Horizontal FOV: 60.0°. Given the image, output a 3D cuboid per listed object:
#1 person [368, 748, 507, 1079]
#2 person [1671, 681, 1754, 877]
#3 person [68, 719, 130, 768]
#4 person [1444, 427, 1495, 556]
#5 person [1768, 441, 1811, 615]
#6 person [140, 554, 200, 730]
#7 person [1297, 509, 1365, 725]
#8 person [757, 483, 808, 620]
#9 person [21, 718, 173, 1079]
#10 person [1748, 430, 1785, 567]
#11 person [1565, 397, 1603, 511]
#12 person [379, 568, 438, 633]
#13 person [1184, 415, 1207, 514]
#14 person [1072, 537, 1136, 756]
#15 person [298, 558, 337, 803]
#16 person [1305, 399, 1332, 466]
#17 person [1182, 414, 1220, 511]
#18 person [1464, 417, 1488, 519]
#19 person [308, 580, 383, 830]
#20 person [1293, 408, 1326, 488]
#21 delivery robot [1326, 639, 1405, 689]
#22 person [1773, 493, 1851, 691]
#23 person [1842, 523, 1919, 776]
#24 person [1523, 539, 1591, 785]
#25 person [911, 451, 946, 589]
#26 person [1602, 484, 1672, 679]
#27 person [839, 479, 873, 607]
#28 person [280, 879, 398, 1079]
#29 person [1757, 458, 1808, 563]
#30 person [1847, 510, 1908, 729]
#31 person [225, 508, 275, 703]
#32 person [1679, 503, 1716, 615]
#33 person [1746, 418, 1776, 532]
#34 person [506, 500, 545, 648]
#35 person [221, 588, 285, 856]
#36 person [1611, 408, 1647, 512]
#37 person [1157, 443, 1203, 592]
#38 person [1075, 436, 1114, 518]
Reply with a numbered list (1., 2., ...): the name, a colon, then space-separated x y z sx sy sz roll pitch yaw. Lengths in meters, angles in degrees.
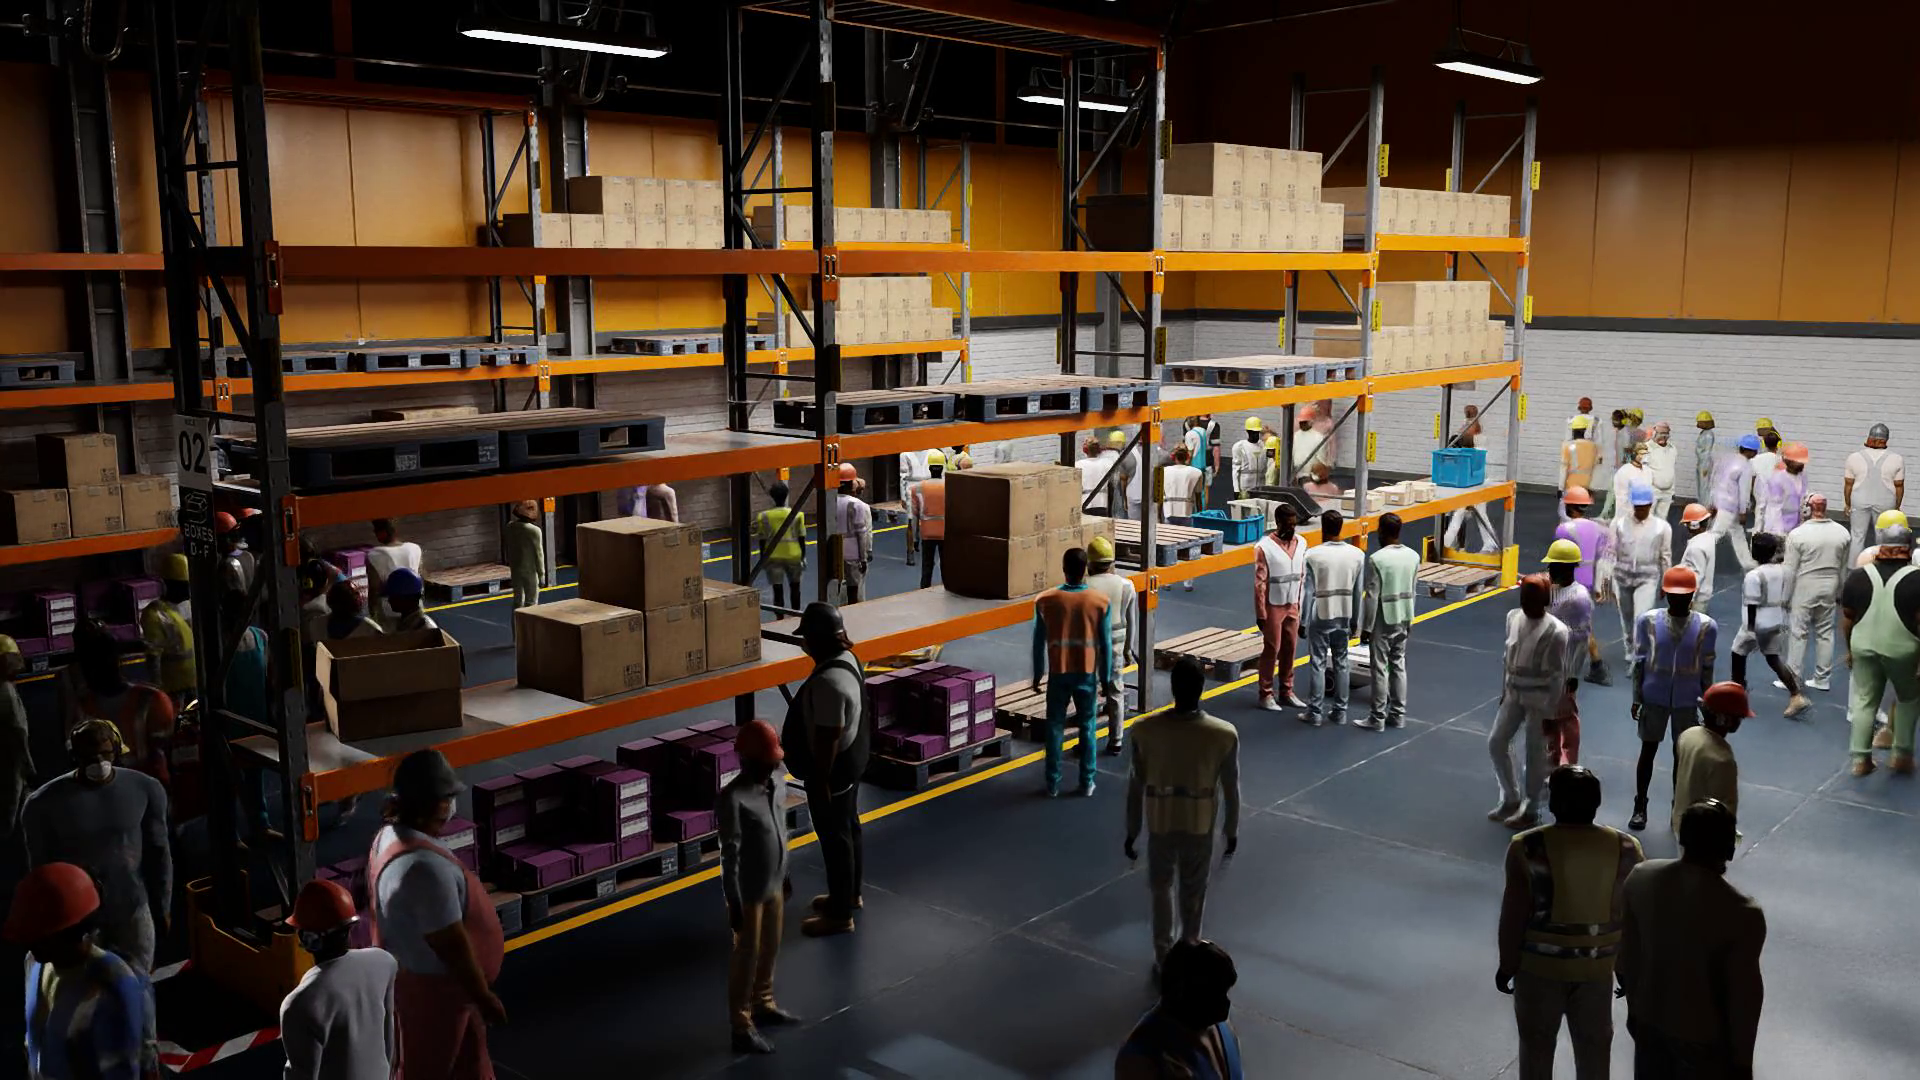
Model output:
1. person: -2.219 1.856 7.206 0.891 2.000 0.698 -5 11 -27
2. person: 4.212 1.643 9.378 0.386 1.737 0.576 0 10 1
3. person: -4.384 1.776 8.538 0.349 1.759 0.522 0 10 2
4. person: 6.915 -0.641 22.749 0.977 1.824 0.636 -1 10 -6
5. person: 9.561 -0.140 19.169 0.618 2.020 0.412 -4 10 -23
6. person: -5.782 1.047 12.371 0.382 1.924 0.594 2 10 12
7. person: 3.258 0.686 14.602 0.598 1.908 0.410 -3 10 -18
8. person: -1.942 0.194 18.254 0.543 1.648 0.862 -1 10 -3
9. person: -4.105 1.784 7.984 0.622 1.932 0.367 -6 11 -33
10. person: 10.576 -0.498 21.754 0.327 1.877 0.520 -8 13 -41
11. person: 10.163 -1.398 27.117 0.595 1.879 0.542 3 10 18
12. person: -3.822 1.152 11.682 0.405 1.946 0.610 -7 12 -36
13. person: 3.547 -1.066 25.233 0.345 1.845 0.508 8 12 38
14. person: 1.140 0.882 13.627 0.597 1.836 0.404 -3 10 -16
15. person: -4.800 1.053 12.540 0.328 1.863 0.507 4 10 20
16. person: 6.599 -2.070 30.776 0.611 1.996 0.378 -5 11 -28
17. person: 3.700 -1.193 25.451 0.612 2.030 0.403 5 11 30
18. person: 8.068 -1.129 26.257 0.338 1.620 0.535 -9 13 -43
19. person: -4.410 1.159 12.025 0.620 1.818 0.506 3 10 17
20. person: 5.038 -0.971 24.395 1.025 1.941 0.637 -5 11 -26
21. delivery robot: 3.771 1.160 15.506 0.707 0.478 0.477 9 13 44
22. person: 8.043 0.500 15.738 0.645 1.900 0.398 -1 10 -8
23. person: 7.373 0.850 13.208 0.706 2.000 0.697 -8 13 -41
24. person: 4.680 0.946 12.971 0.366 1.926 0.594 -1 10 -3
25. person: -0.266 -0.065 19.056 0.583 1.918 0.394 1 10 8
26. person: 6.732 0.367 16.546 0.611 1.901 1.004 5 11 30
27. person: -1.197 0.112 18.815 0.522 1.638 0.311 7 12 37
28. person: -2.381 2.141 6.358 0.327 1.752 0.561 3 10 20
29. person: 9.742 -0.105 19.768 0.326 1.752 0.563 -7 12 -36
30. person: 8.057 0.686 14.528 0.595 1.925 0.375 -5 11 -29
31. person: -6.473 0.588 15.121 0.389 1.929 0.545 0 10 0
32. person: 7.099 0.512 16.112 0.339 1.742 0.563 6 11 32
33. person: 12.069 -0.974 25.018 0.323 1.737 0.483 7 12 38
34. person: -4.535 0.351 17.434 0.503 1.623 0.299 6 11 32
35. person: -4.959 1.237 11.493 0.346 1.843 0.507 6 11 30
36. person: 10.658 -1.228 26.469 0.526 1.750 0.539 -8 13 -40
37. person: 2.704 -0.268 20.496 0.561 1.837 0.388 2 10 12
38. person: 1.692 -0.396 21.225 0.563 1.847 0.389 -2 10 -13
